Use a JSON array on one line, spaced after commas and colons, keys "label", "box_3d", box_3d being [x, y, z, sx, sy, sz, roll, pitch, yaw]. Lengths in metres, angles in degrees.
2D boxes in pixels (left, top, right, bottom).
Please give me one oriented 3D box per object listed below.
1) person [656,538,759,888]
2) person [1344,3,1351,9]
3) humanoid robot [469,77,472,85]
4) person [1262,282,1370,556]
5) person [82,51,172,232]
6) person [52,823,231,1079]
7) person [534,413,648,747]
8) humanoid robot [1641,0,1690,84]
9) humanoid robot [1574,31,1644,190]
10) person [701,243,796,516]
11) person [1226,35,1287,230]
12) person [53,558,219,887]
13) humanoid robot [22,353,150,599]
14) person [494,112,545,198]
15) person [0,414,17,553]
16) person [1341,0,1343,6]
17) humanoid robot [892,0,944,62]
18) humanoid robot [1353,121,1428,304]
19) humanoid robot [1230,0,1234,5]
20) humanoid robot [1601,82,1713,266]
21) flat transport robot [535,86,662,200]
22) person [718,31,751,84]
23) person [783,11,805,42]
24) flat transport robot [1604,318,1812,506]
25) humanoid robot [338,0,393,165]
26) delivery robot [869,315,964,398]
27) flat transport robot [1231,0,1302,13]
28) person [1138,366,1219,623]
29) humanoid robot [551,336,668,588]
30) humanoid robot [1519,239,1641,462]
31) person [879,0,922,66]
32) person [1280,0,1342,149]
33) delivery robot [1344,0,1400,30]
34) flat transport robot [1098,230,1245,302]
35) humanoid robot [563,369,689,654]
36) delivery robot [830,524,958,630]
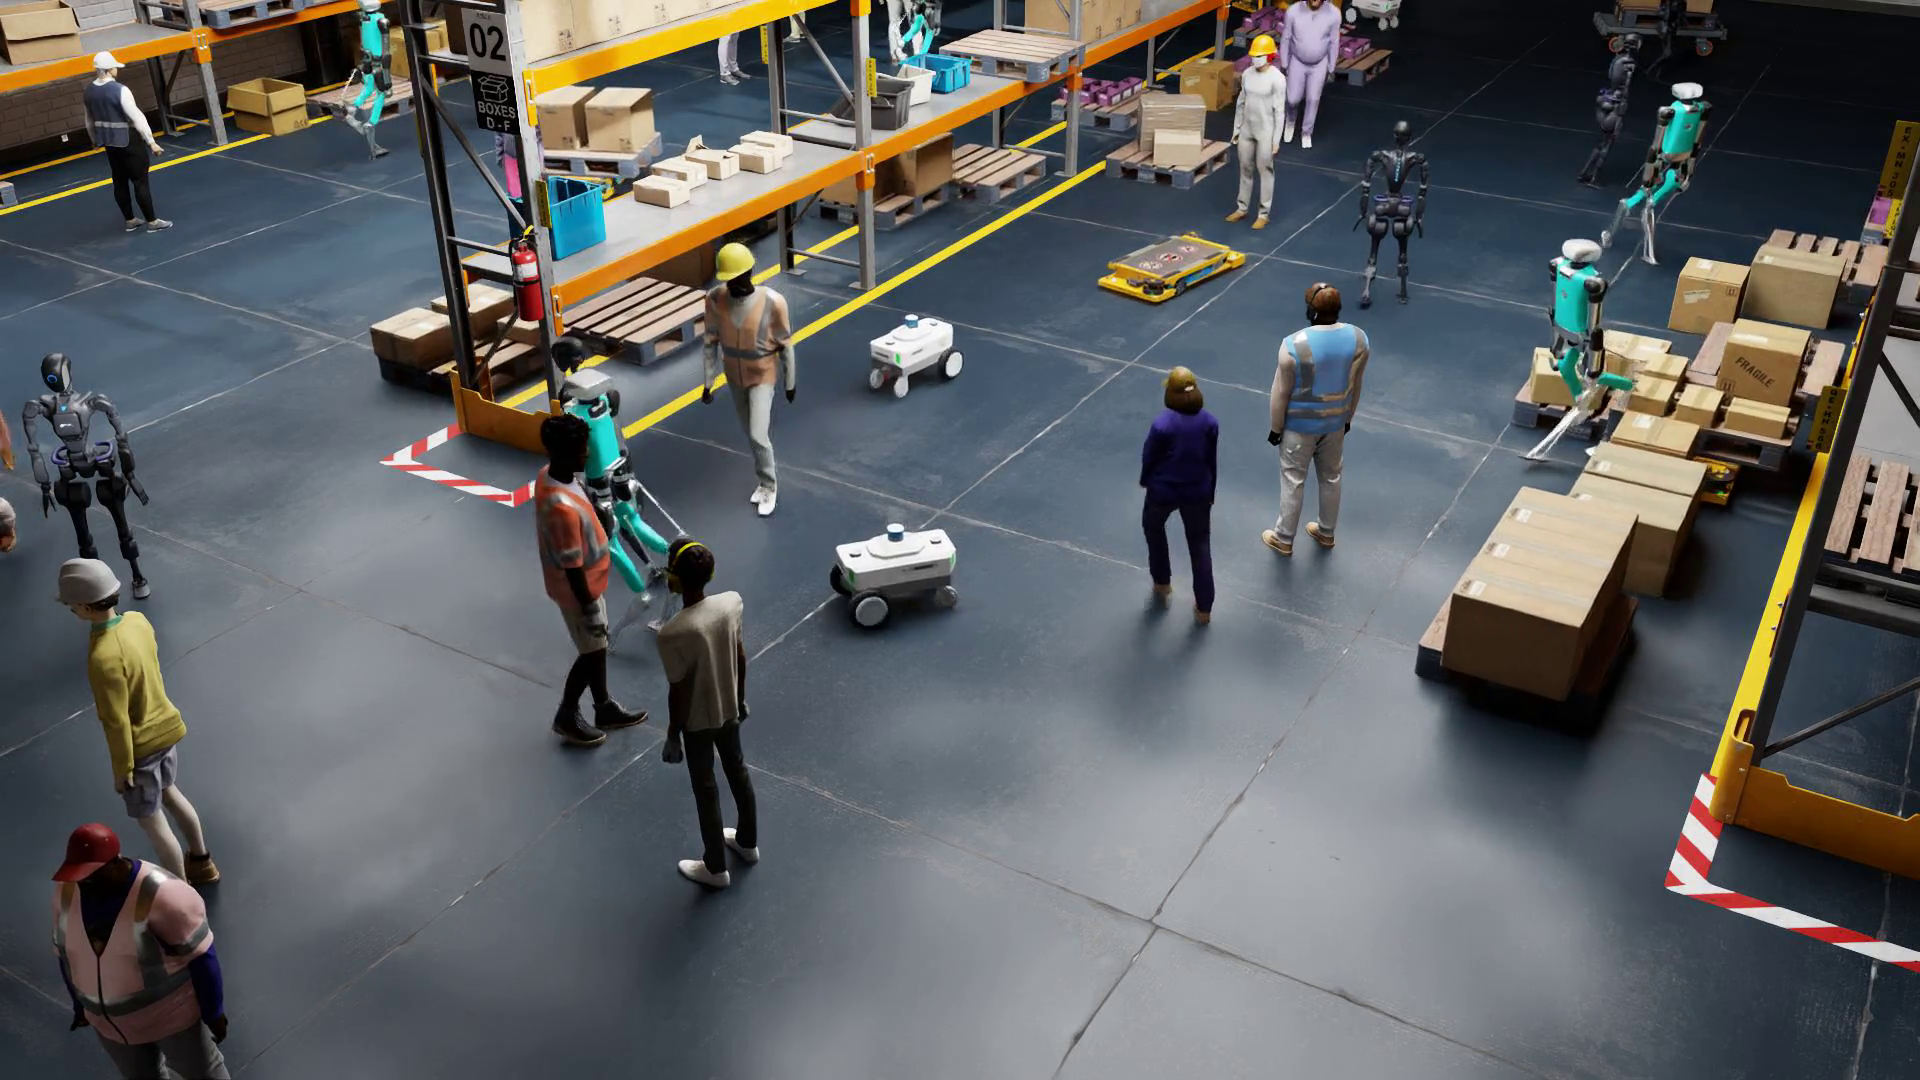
[{"label": "person", "box_3d": [-1.208, 0.828, 7.851, 0.336, 1.872, 0.516, 23, 37, 35]}, {"label": "person", "box_3d": [6.163, -8.984, 25.378, 0.642, 1.702, 0.466, 18, 34, 28]}, {"label": "humanoid robot", "box_3d": [-5.485, -5.804, 19.698, 0.539, 1.738, 0.966, 23, 37, 35]}, {"label": "person", "box_3d": [2.270, -0.772, 10.725, 0.622, 1.835, 0.431, -9, 31, -16]}, {"label": "person", "box_3d": [-8.207, -3.891, 16.314, 0.761, 1.753, 0.453, 7, 30, 13]}, {"label": "person", "box_3d": [-3.077, 1.774, 6.295, 0.606, 1.754, 0.418, 2, 30, 4]}, {"label": "person", "box_3d": [-2.013, 0.233, 8.818, 0.533, 1.955, 0.621, -8, 30, -14]}, {"label": "humanoid robot", "box_3d": [9.129, -6.697, 21.358, 0.380, 1.651, 0.600, 25, 38, 37]}, {"label": "humanoid robot", "box_3d": [6.841, -4.533, 17.527, 0.396, 1.640, 0.598, 2, 30, 3]}, {"label": "person", "box_3d": [-1.443, -1.073, 11.178, 0.589, 1.900, 0.625, 11, 31, 19]}, {"label": "person", "box_3d": [2.935, -4.031, 16.430, 0.565, 1.889, 0.378, 26, 38, 38]}, {"label": "person", "box_3d": [-3.781, 0.916, 7.692, 0.411, 1.879, 0.487, -2, 30, -4]}, {"label": "humanoid robot", "box_3d": [-5.311, -0.372, 10.154, 0.599, 1.657, 0.315, -8, 30, -14]}, {"label": "person", "box_3d": [-4.282, -3.672, 16.075, 0.551, 1.595, 0.558, 10, 31, 17]}, {"label": "person", "box_3d": [-6.224, -0.603, 10.295, 0.664, 1.953, 0.701, -10, 31, -18]}, {"label": "person", "box_3d": [5.777, -9.156, 25.541, 0.632, 1.841, 0.429, 16, 33, 26]}, {"label": "humanoid robot", "box_3d": [-0.564, -6.526, 21.044, 0.743, 1.833, 0.547, -24, 37, -36]}, {"label": "humanoid robot", "box_3d": [3.781, -2.852, 14.592, 0.610, 1.638, 0.478, 4, 30, 7]}, {"label": "humanoid robot", "box_3d": [4.277, -9.169, 25.730, 0.335, 1.650, 0.593, -12, 32, -20]}, {"label": "humanoid robot", "box_3d": [6.468, -3.461, 15.625, 0.554, 1.815, 0.918, -8, 30, -14]}, {"label": "flat transport robot", "box_3d": [-3.927, -3.971, 17.967, 0.659, 0.231, 1.431, 4, 30, 7]}, {"label": "person", "box_3d": [-2.974, -6.905, 21.449, 0.426, 1.949, 0.498, 11, 31, 18]}, {"label": "person", "box_3d": [-2.400, -7.942, 23.481, 0.340, 1.751, 0.561, 9, 31, 15]}, {"label": "flat transport robot", "box_3d": [5.390, -0.683, 12.150, 0.659, 0.231, 1.431, 16, 33, 27]}, {"label": "humanoid robot", "box_3d": [-6.604, -4.988, 18.395, 0.551, 1.900, 0.745, 23, 37, 35]}, {"label": "delivery robot", "box_3d": [-0.362, -1.513, 13.334, 0.499, 0.601, 0.775, 23, 37, 35]}, {"label": "flat transport robot", "box_3d": [4.970, -8.320, 25.659, 1.431, 0.231, 0.659, -14, 32, -23]}, {"label": "person", "box_3d": [1.327, -0.275, 10.088, 0.467, 1.576, 0.593, -6, 30, -11]}, {"label": "humanoid robot", "box_3d": [-2.235, -0.509, 10.464, 0.684, 1.631, 0.610, 2, 30, 4]}, {"label": "humanoid robot", "box_3d": [4.516, -1.316, 11.785, 1.050, 1.712, 0.530, -8, 31, -14]}, {"label": "person", "box_3d": [-0.791, -7.343, 22.254, 0.640, 1.920, 0.389, 0, 29, 0]}, {"label": "person", "box_3d": [3.937, -5.374, 18.805, 0.652, 1.895, 0.436, 3, 30, 6]}, {"label": "delivery robot", "box_3d": [6.126, -7.864, 24.549, 0.499, 0.582, 0.765, -22, 36, -34]}, {"label": "flat transport robot", "box_3d": [1.979, -2.542, 15.439, 0.659, 0.231, 1.431, 24, 37, 36]}, {"label": "humanoid robot", "box_3d": [-1.849, -0.108, 9.643, 0.798, 1.775, 0.533, 12, 31, 20]}, {"label": "delivery robot", "box_3d": [-0.425, 0.196, 10.320, 0.788, 0.610, 0.499, -9, 31, -16]}]
